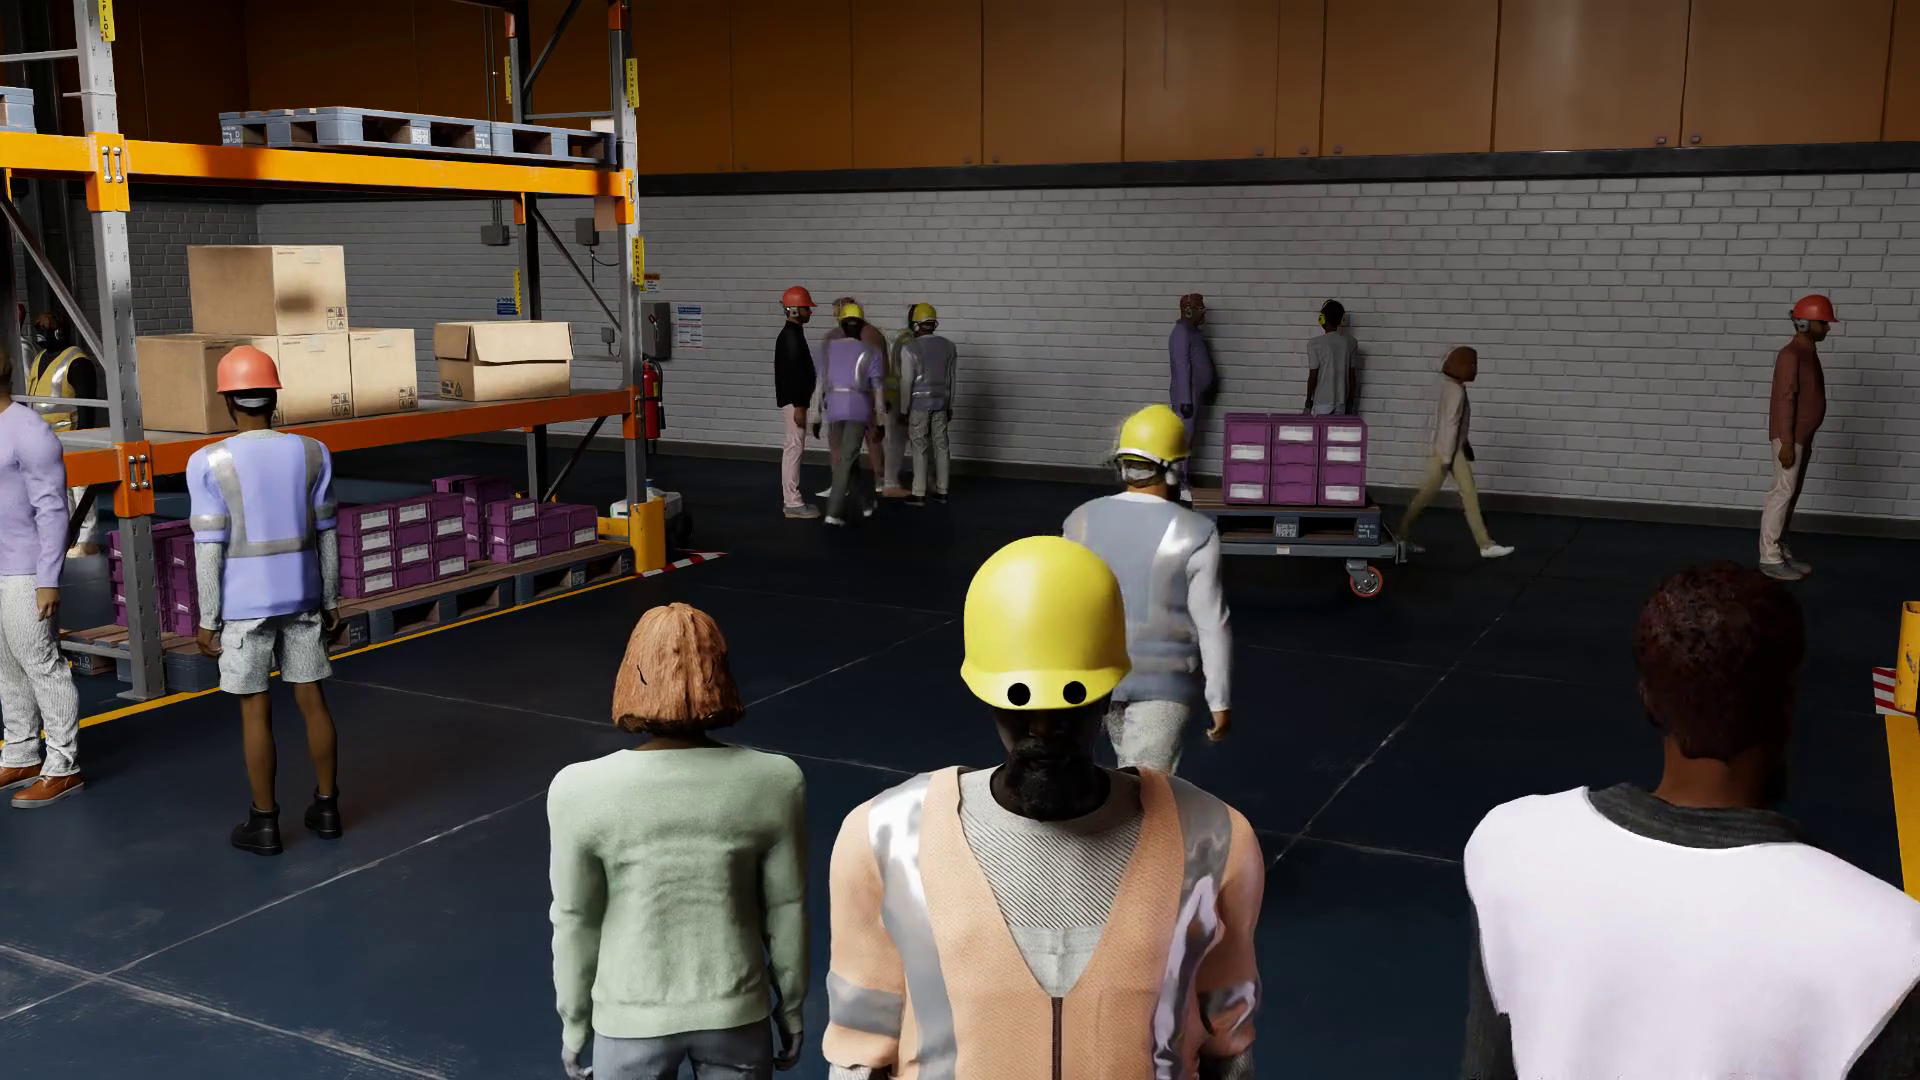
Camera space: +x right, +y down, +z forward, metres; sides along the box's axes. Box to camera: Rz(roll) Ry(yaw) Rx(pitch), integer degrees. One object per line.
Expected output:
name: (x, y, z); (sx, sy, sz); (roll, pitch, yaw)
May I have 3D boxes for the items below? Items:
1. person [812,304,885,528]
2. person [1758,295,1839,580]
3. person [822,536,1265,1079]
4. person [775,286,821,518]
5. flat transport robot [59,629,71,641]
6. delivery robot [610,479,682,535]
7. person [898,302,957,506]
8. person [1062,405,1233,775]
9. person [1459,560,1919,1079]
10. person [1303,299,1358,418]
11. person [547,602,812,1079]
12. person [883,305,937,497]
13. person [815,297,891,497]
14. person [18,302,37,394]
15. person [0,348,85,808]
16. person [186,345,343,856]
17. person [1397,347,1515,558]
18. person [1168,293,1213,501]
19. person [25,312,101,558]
person: (-0.921, -1.051, 13.998); (0.596, 1.852, 0.990); (5, 11, 25)
person: (5.891, -0.722, 11.692); (0.400, 1.989, 0.623); (8, 12, 38)
person: (0.113, 0.942, 2.252); (0.593, 1.926, 0.366); (-1, 10, -3)
person: (-1.412, -1.192, 14.408); (0.375, 1.995, 0.611); (-1, 10, -7)
flat transport robot: (-5.735, 0.587, 9.094); (0.652, 0.197, 1.431); (5, 11, 28)
delivery robot: (-2.390, -0.223, 12.691); (0.477, 0.478, 0.707); (2, 10, 11)
person: (-0.310, -1.226, 15.069); (0.587, 1.835, 0.403); (-7, 12, -34)
person: (0.579, 0.455, 5.475); (0.610, 1.797, 0.906); (8, 13, 39)
person: (0.906, 0.987, 2.084); (0.379, 1.909, 0.654); (-9, 13, -41)
person: (3.284, -1.200, 14.816); (0.511, 1.872, 0.328); (-3, 10, -19)
person: (-0.528, 0.928, 3.212); (0.494, 1.624, 0.289); (-3, 10, -16)
person: (-0.396, -1.287, 15.509); (0.713, 1.809, 0.635); (2, 10, 10)
person: (-0.933, -1.350, 15.708); (0.886, 1.878, 0.393); (-7, 12, -34)
person: (-7.667, -0.995, 13.591); (0.355, 1.883, 0.574); (-6, 12, -32)
person: (-3.921, 0.138, 6.877); (0.635, 1.935, 0.349); (6, 11, 29)
person: (-2.650, 0.229, 6.353); (0.551, 1.933, 0.376); (-10, 14, -44)
person: (3.710, -0.659, 12.507); (0.872, 1.584, 0.515); (1, 10, 6)
person: (2.133, -1.320, 15.405); (0.407, 1.910, 0.639); (2, 10, 12)
person: (-6.756, -0.788, 12.513); (0.627, 1.844, 0.429); (5, 11, 29)
